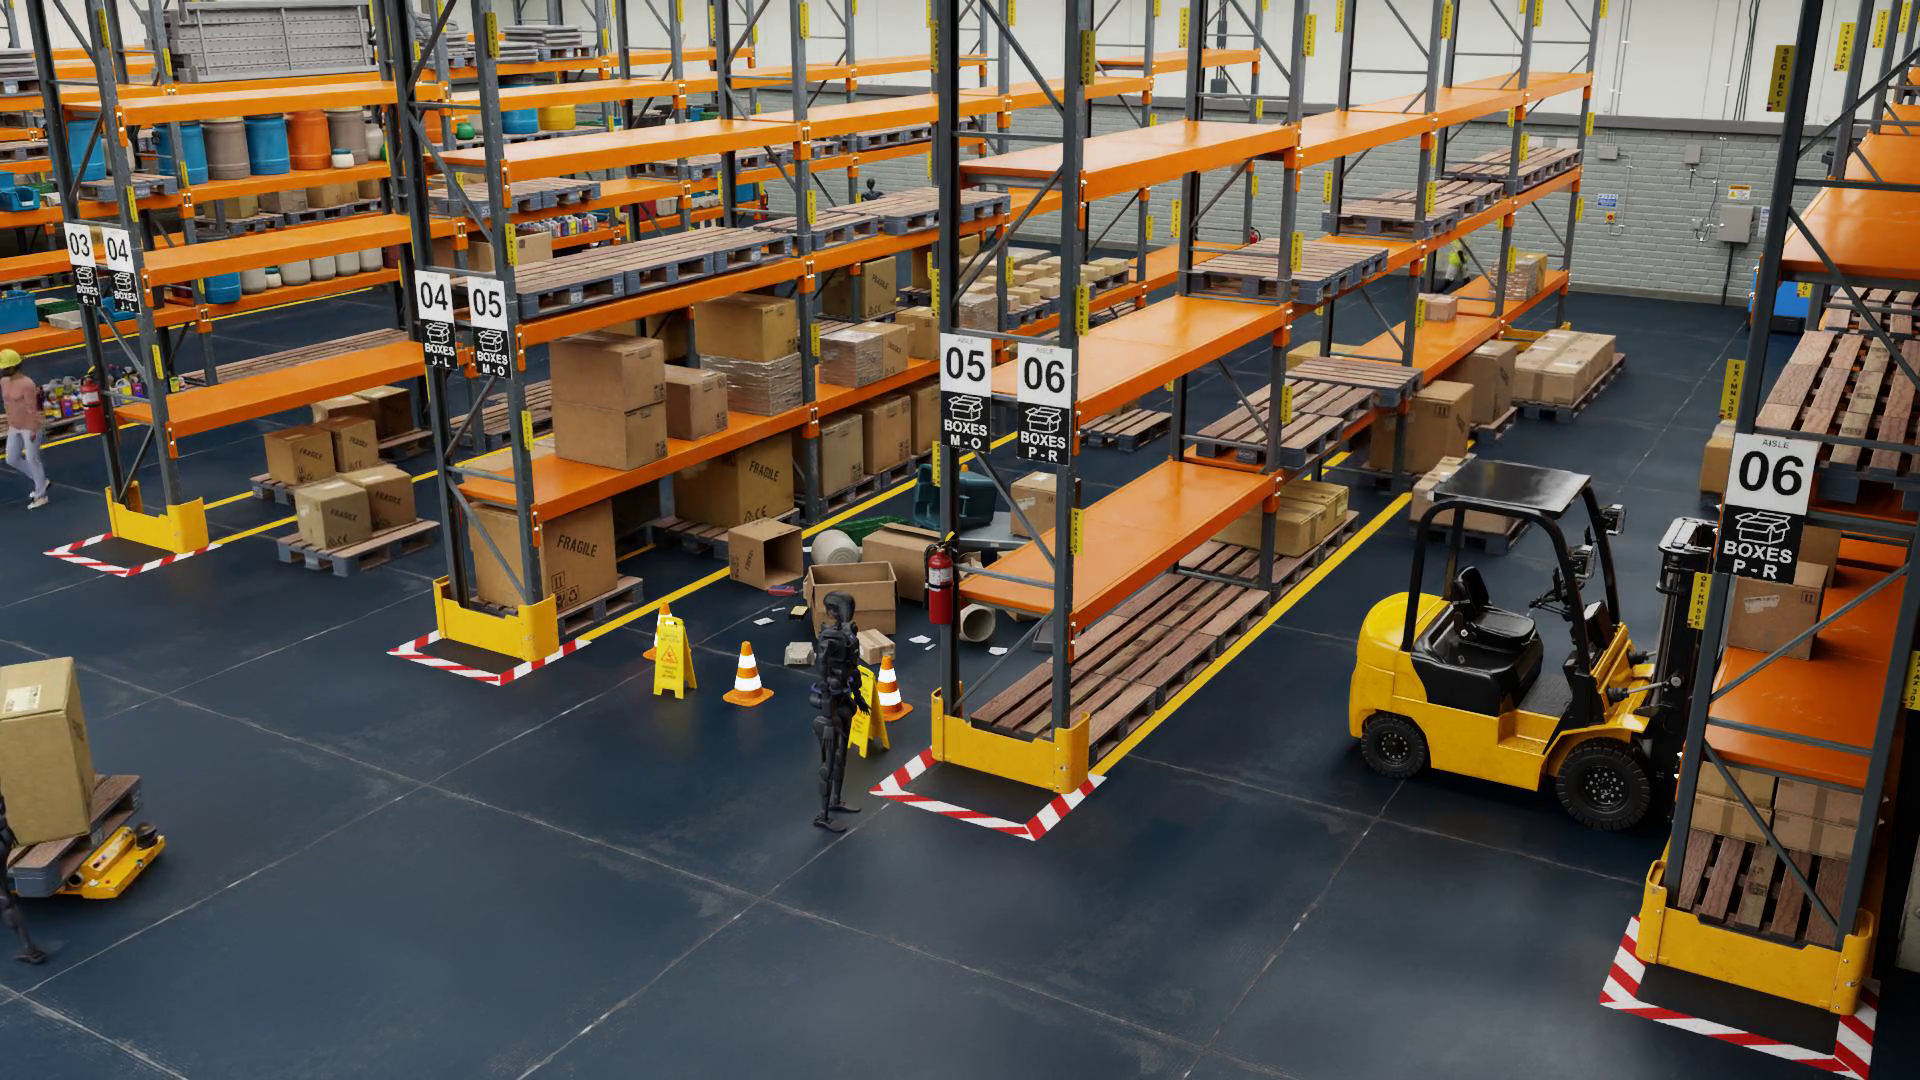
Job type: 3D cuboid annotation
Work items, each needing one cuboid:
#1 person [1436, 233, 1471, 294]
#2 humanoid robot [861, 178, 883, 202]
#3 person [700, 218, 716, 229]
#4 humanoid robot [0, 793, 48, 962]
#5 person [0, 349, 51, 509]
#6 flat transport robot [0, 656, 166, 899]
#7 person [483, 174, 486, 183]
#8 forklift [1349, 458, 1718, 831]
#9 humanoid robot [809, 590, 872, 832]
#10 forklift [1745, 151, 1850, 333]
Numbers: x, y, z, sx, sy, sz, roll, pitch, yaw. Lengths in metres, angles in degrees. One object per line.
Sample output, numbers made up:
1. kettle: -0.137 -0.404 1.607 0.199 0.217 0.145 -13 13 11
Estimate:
1. person: 8.355 -4.676 27.996 0.837 1.660 0.534 13 23 33
2. humanoid robot: -1.702 -6.247 32.515 0.610 1.640 0.358 -10 21 -26
3. person: -5.296 -7.024 34.753 0.488 1.688 0.350 -6 20 -17
4. humanoid robot: -5.645 1.723 9.508 0.519 1.638 0.612 4 20 12
5. person: -10.040 -1.192 17.805 0.523 1.745 0.362 9 21 24
6. flat transport robot: -5.973 2.057 10.666 1.431 0.231 0.659 0 19 1
7. person: -10.357 -7.758 36.700 0.336 1.799 0.518 4 19 10
8. forklift: 3.988 0.658 11.776 2.313 2.155 1.214 11 22 29
9. humanoid robot: -0.814 1.118 11.201 0.315 1.659 0.599 7 20 20
10. forklift: 13.620 -4.667 26.137 1.873 2.768 1.129 11 22 29
